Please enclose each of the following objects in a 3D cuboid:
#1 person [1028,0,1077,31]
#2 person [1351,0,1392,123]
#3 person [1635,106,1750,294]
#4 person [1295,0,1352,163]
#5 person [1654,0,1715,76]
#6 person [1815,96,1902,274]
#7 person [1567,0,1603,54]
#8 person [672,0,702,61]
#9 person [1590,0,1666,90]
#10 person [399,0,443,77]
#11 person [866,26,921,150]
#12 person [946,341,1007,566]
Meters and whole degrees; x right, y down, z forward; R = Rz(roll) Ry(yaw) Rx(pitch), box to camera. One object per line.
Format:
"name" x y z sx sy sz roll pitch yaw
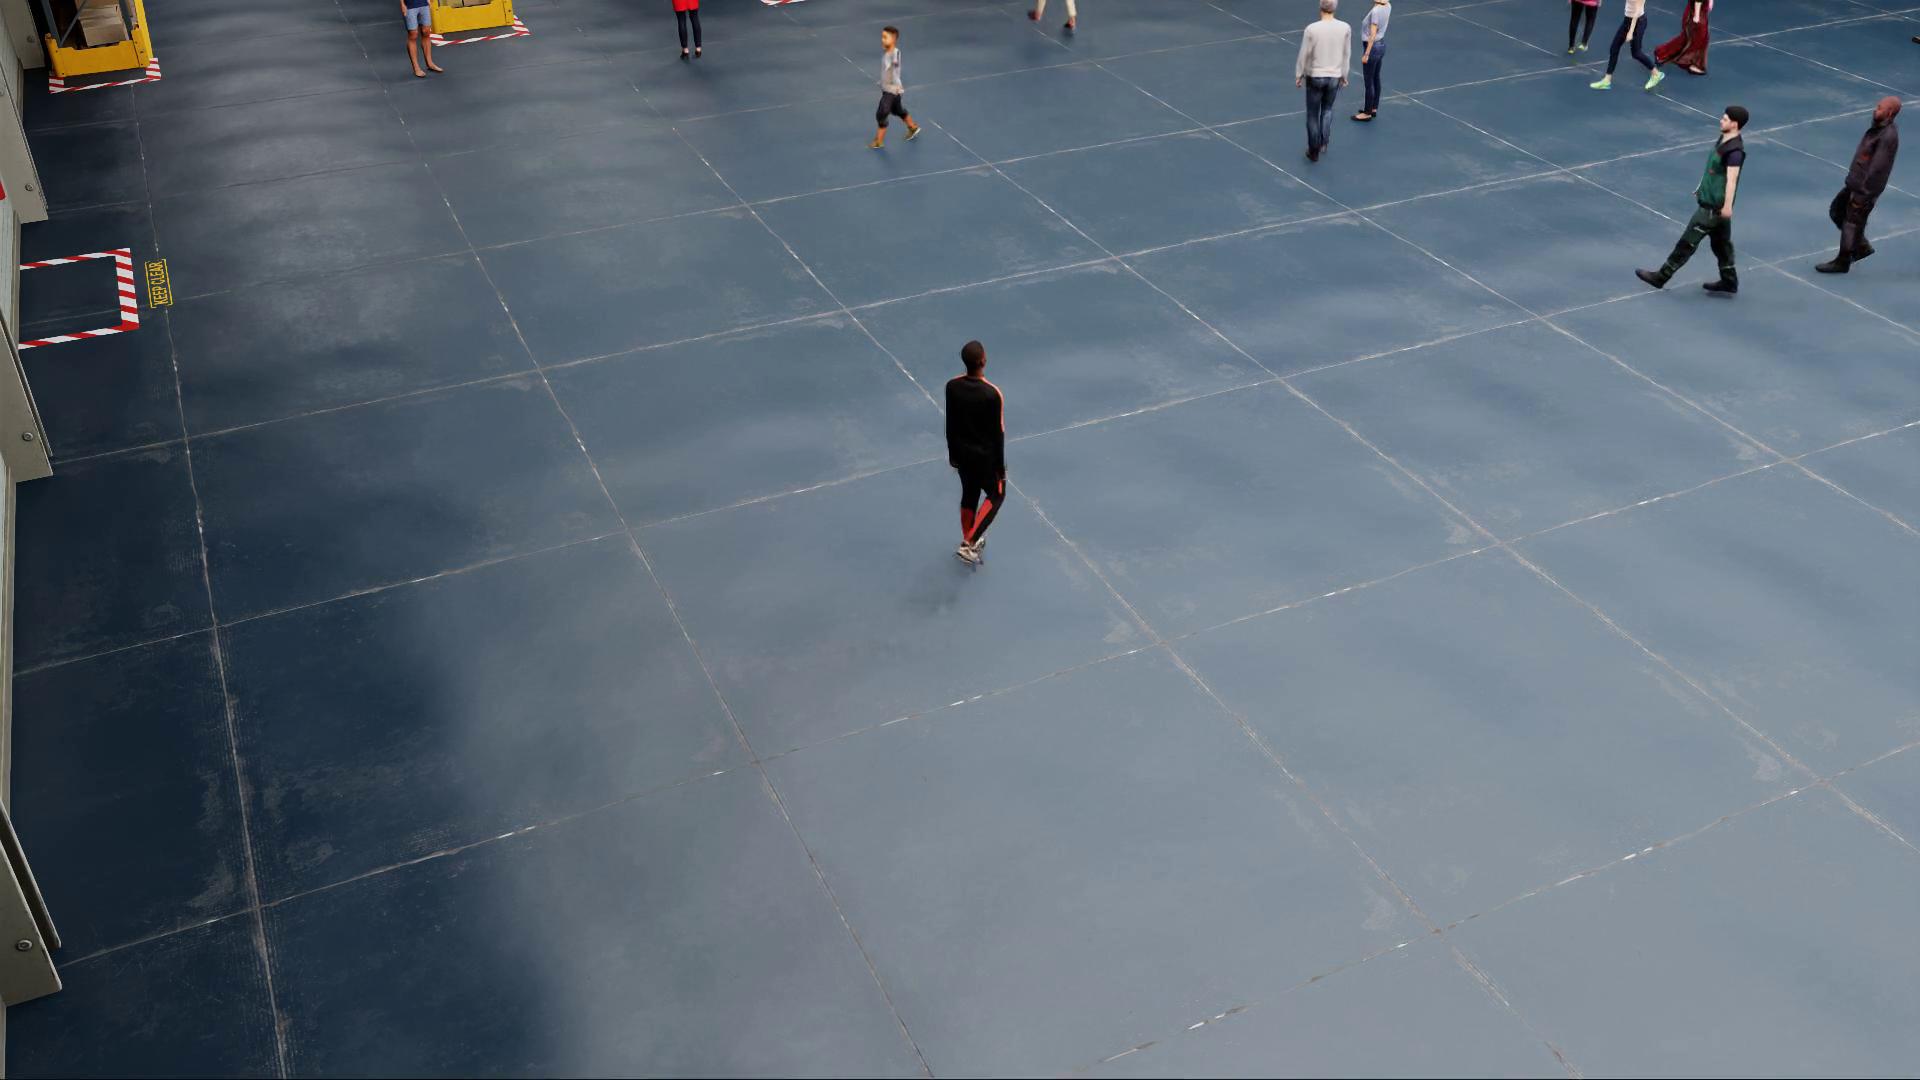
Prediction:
"person" 1.431 -8.125 23.569 0.832 1.809 1.232 -21 39 -29
"person" 5.092 -6.015 20.406 0.667 1.722 0.653 20 38 28
"person" 7.355 -3.219 15.984 1.264 1.855 1.232 10 34 15
"person" 4.192 -5.267 19.093 0.842 1.899 0.798 -3 33 -4
"person" 9.642 -6.955 21.946 1.080 1.618 0.955 18 37 25
"person" 9.039 -3.485 16.430 0.960 1.815 0.896 8 34 12
"person" 8.550 -7.426 22.749 0.656 1.533 0.729 14 36 21
"person" -3.730 -7.407 22.520 0.605 1.751 0.599 -13 35 -20
"person" 8.717 -6.561 21.293 1.043 1.670 1.146 2 33 3
"person" -7.213 -7.102 21.960 0.703 1.849 0.705 24 40 32
"person" -0.772 -5.452 19.811 0.732 1.426 0.982 -20 38 -27
"person" 0.081 -0.566 11.958 0.859 1.796 0.906 18 37 25
